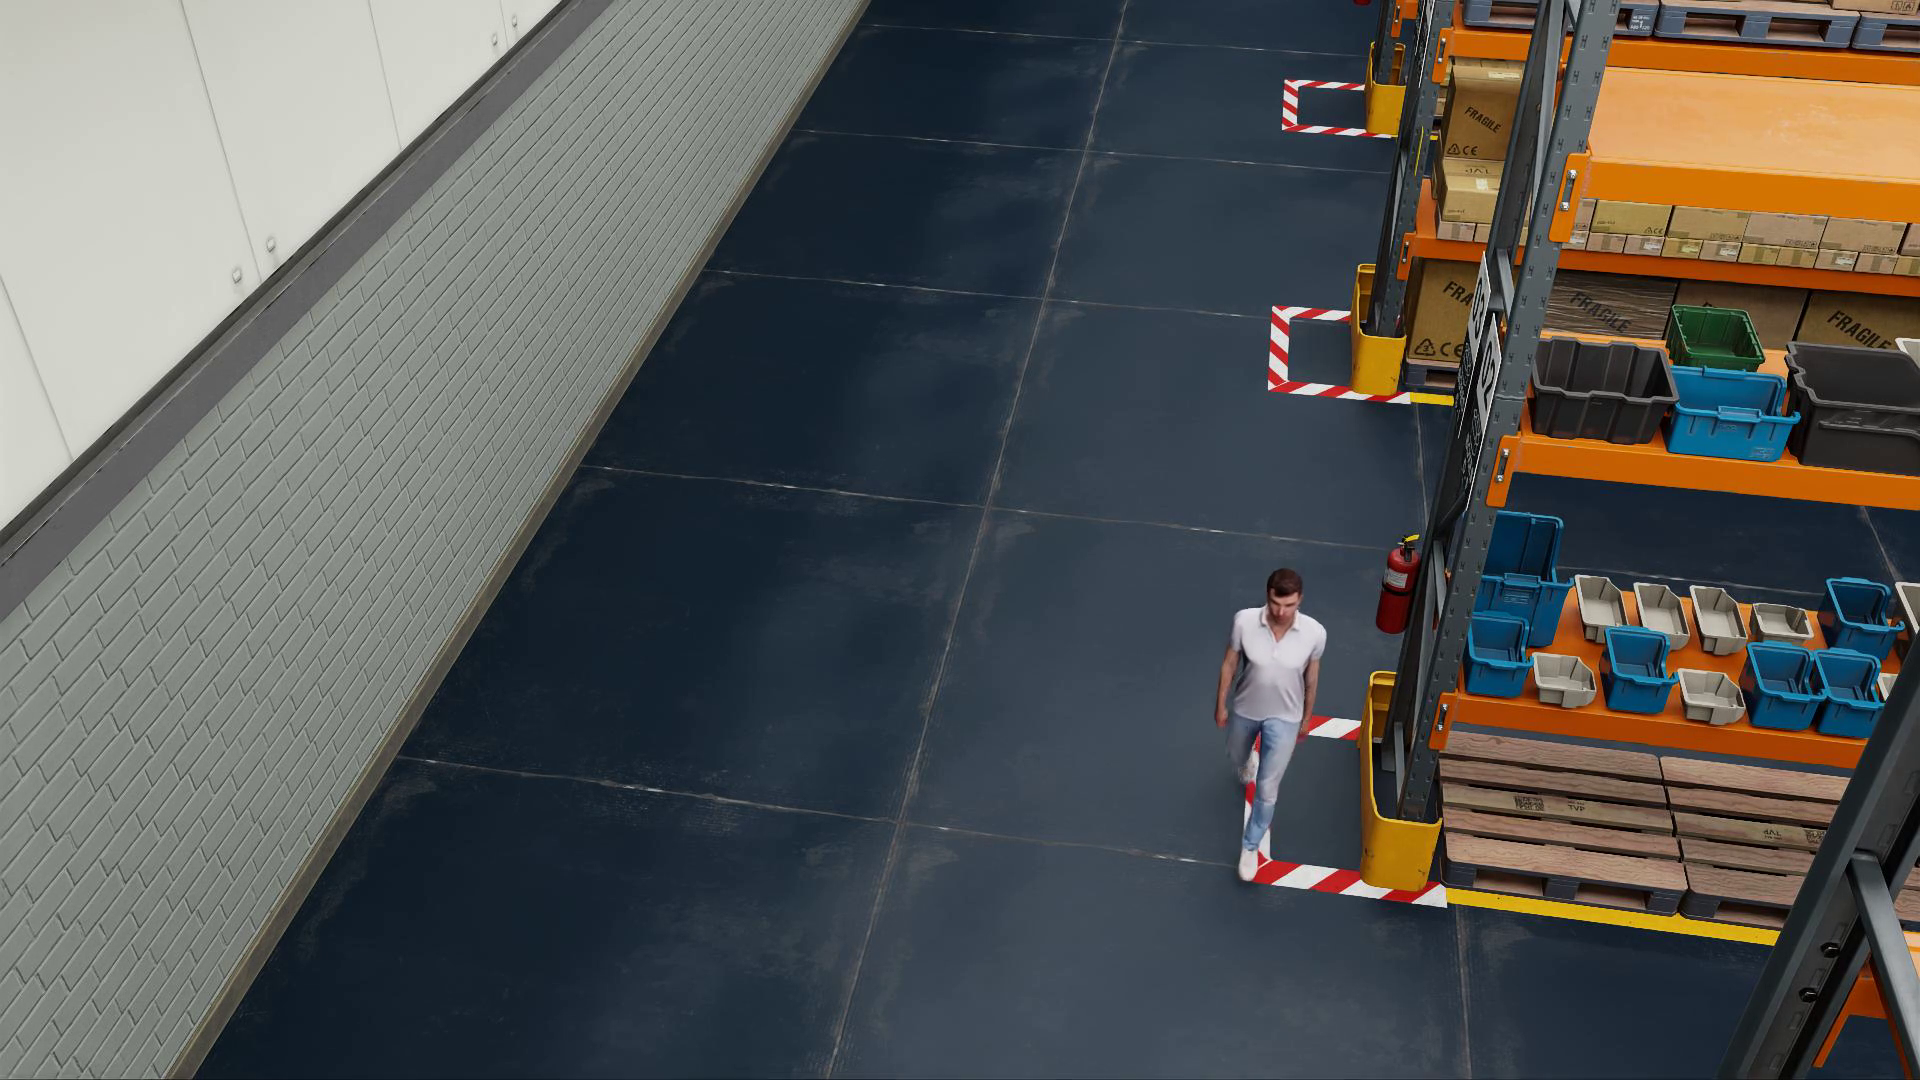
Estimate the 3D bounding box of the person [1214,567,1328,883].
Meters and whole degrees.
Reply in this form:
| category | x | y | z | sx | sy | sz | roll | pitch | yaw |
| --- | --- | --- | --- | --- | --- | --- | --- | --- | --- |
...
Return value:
| category | x | y | z | sx | sy | sz | roll | pitch | yaw |
| --- | --- | --- | --- | --- | --- | --- | --- | --- | --- |
| person | 1.590 | 0.839 | 8.627 | 1.086 | 1.826 | 0.787 | 10 | 38 | 13 |
